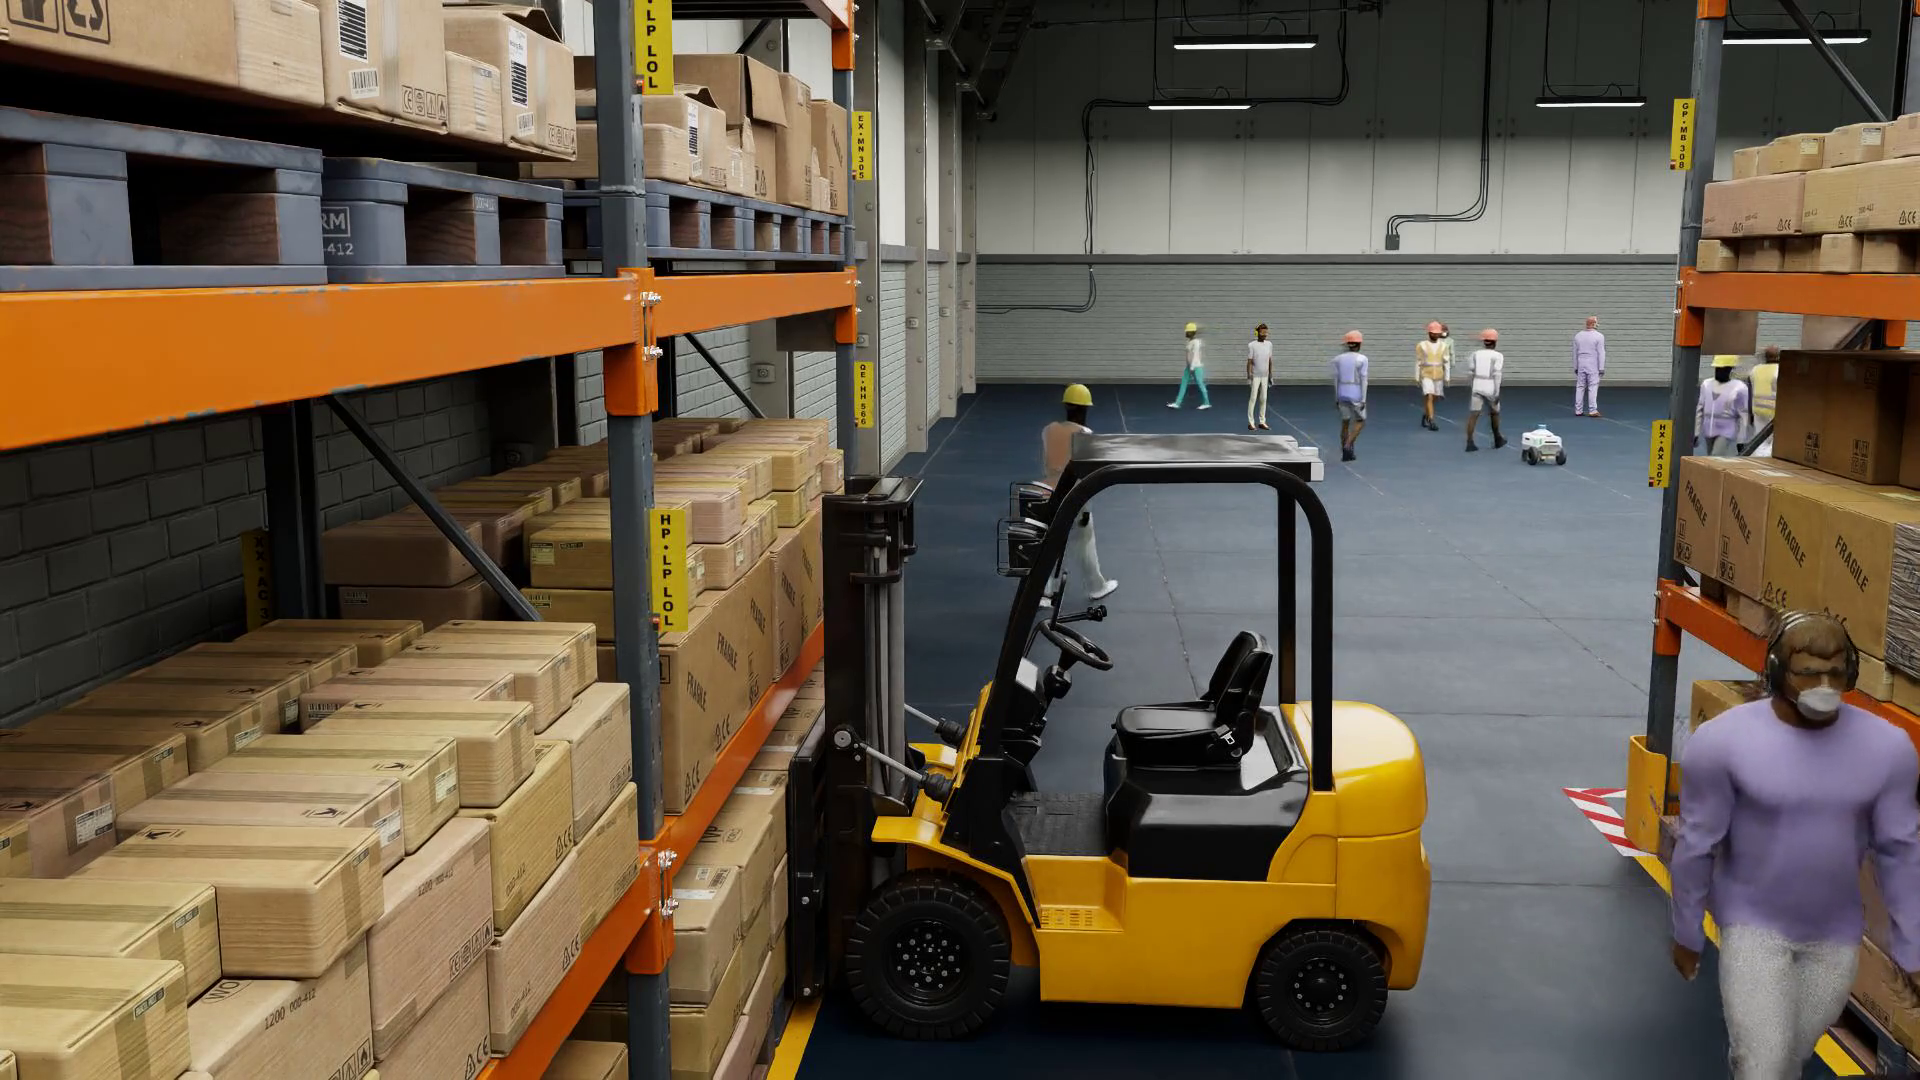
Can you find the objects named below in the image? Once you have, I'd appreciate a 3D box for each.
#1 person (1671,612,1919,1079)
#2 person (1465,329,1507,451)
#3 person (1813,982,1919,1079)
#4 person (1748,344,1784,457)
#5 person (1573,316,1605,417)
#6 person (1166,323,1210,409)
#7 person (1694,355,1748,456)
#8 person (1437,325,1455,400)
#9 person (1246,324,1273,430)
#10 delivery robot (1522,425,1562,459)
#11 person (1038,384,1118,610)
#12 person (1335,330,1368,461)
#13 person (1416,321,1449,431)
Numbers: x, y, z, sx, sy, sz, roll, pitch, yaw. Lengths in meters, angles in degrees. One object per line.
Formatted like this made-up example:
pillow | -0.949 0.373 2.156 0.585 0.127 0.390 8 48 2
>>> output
person | 2.376 1.161 4.648 0.635 1.901 0.950 0 9 2
person | 8.175 -2.323 25.816 0.562 1.874 1.042 9 13 44
person | 1.590 1.460 2.655 0.605 1.958 0.996 1 9 8
person | 10.683 -1.662 21.949 0.460 1.828 0.647 -5 10 -25
person | 11.937 -3.278 31.507 0.404 1.911 0.636 -6 11 -34
person | 4.593 -3.444 33.071 0.903 1.712 0.542 -3 10 -16
person | 8.867 -1.259 19.311 0.843 1.904 0.589 -5 10 -26
person | 10.344 -3.823 35.729 0.505 1.608 0.765 -1 9 -5
person | 5.222 -2.835 28.976 0.503 1.862 0.311 -4 10 -25
delivery robot | 8.414 -1.420 24.053 0.477 0.478 0.707 0 9 -2
person | 0.941 -0.369 13.973 0.611 1.873 0.985 8 12 39
person | 5.711 -2.095 24.286 0.542 1.925 0.464 8 13 42
person | 8.265 -2.886 29.169 0.554 1.904 0.956 0 9 -1
